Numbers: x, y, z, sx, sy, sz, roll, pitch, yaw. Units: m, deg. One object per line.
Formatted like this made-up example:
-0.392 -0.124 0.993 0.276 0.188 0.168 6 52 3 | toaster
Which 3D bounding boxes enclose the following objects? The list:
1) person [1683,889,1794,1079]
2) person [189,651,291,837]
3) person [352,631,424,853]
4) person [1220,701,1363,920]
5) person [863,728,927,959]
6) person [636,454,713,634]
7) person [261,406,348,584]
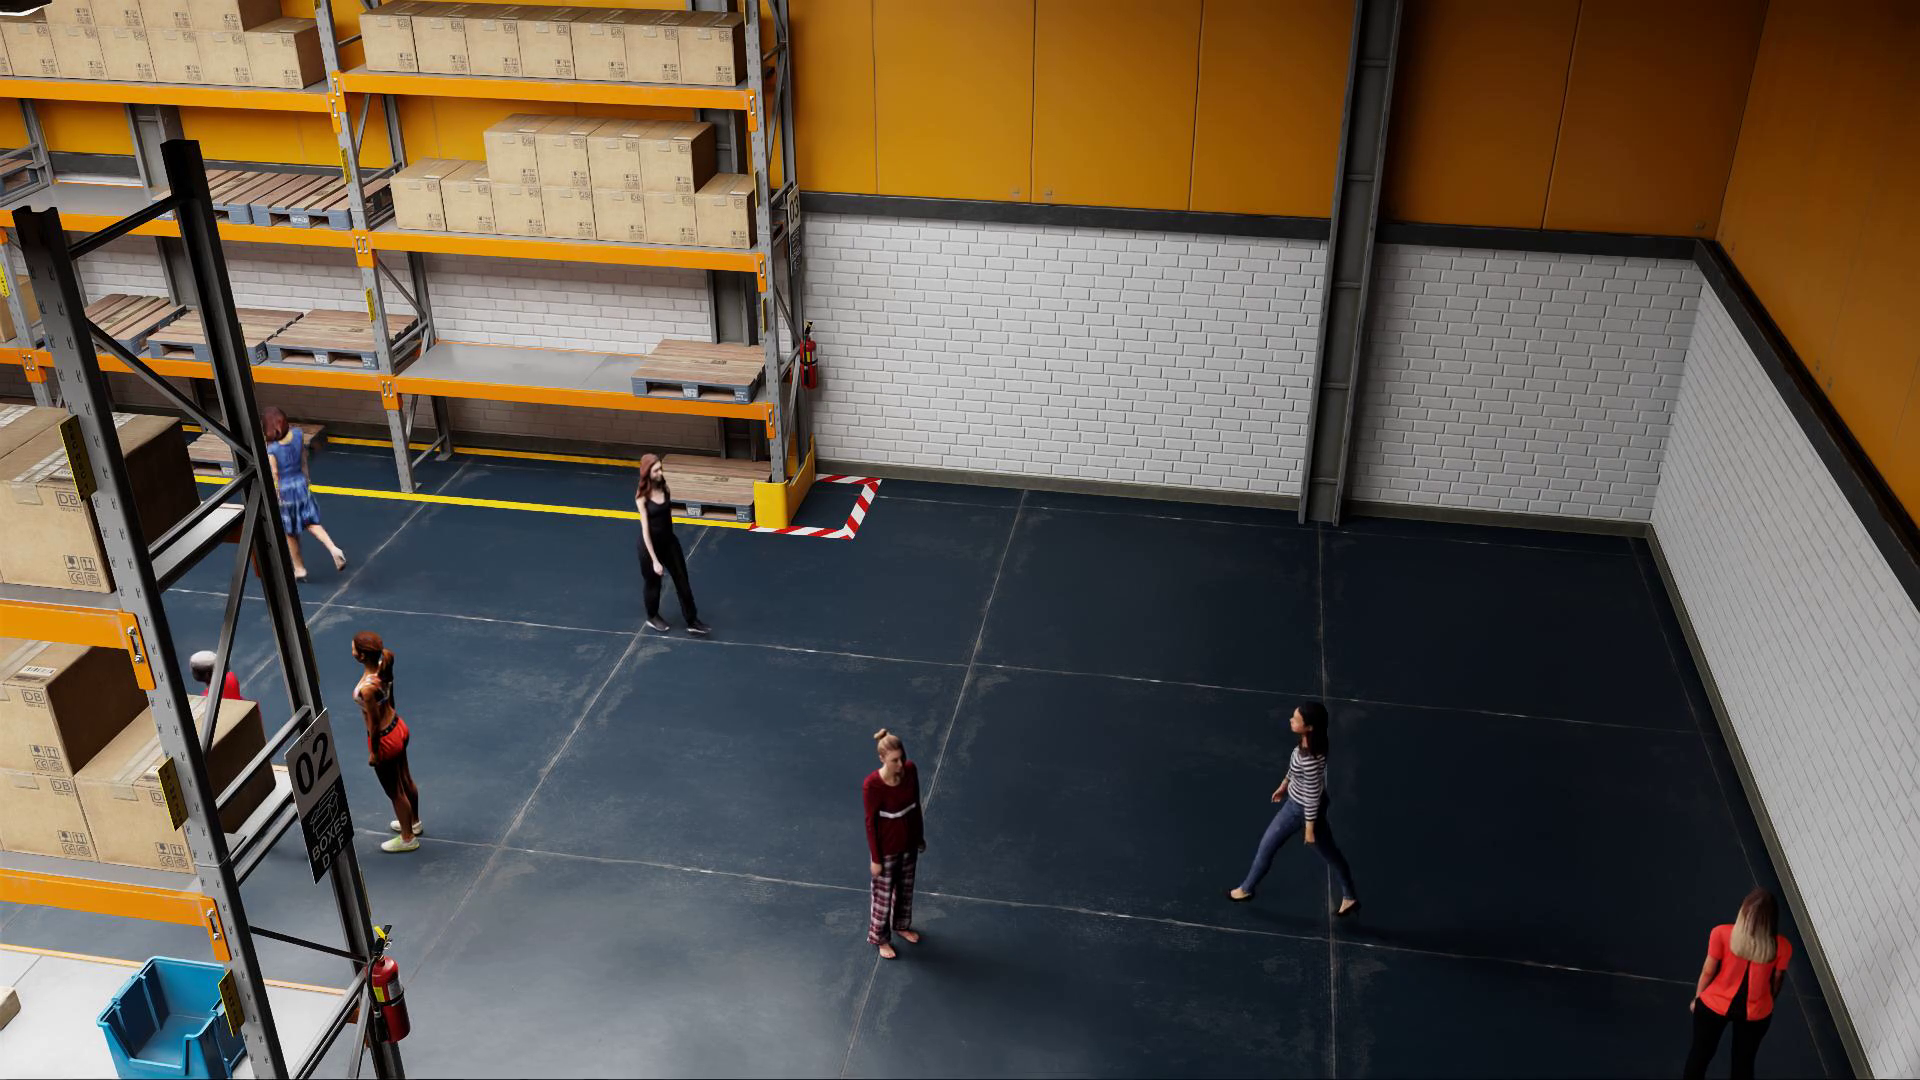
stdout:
4.471 2.703 9.611 0.523 1.693 0.684 10 30 18 | person
-5.096 1.490 11.856 0.773 1.672 0.581 6 29 12 | person
-4.076 1.426 11.850 0.592 1.791 0.598 1 29 2 | person
2.403 1.857 11.118 1.214 1.735 0.738 9 30 17 | person
-0.434 1.984 10.924 0.680 1.697 0.700 -25 37 -37 | person
-2.698 0.037 14.466 0.988 1.725 0.832 20 35 32 | person
-6.009 -0.375 15.149 0.965 1.794 0.788 12 31 20 | person
